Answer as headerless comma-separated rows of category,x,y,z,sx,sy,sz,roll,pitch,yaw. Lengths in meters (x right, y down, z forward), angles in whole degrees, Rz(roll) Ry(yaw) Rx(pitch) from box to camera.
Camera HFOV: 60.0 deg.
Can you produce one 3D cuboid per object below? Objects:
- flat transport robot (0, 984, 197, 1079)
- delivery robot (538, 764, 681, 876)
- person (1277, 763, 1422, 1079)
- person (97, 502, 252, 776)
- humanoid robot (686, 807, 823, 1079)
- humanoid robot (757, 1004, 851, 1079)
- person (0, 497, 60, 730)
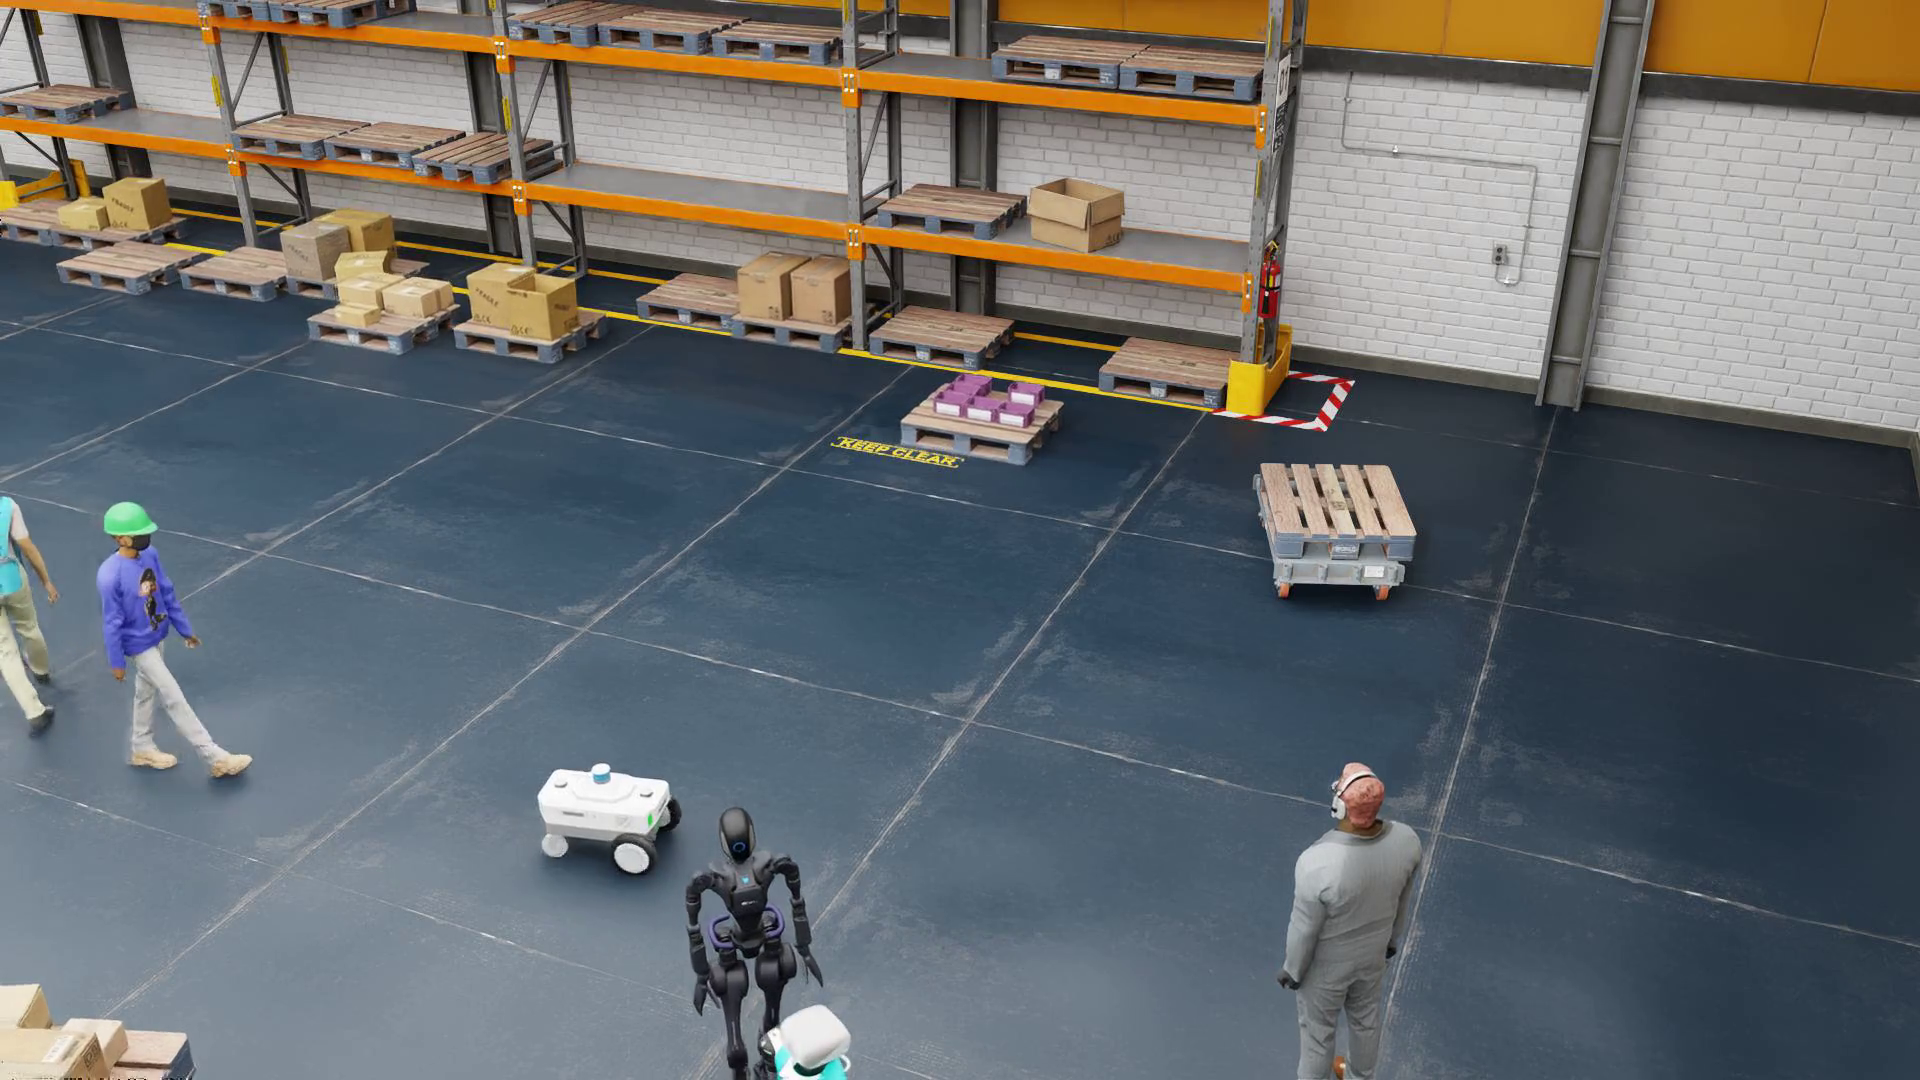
flat transport robot,-4.229,2.809,7.484,0.659,0.231,1.431,2,27,4
delivery robot,-2.017,1.572,9.585,0.796,0.606,0.499,5,28,9
person,1.723,1.844,7.573,0.641,1.908,0.402,-11,29,-21
person,-4.793,0.612,10.040,0.919,1.830,0.488,3,27,7
humanoid robot,-0.940,1.931,7.651,0.600,1.654,0.359,-9,29,-17
humanoid robot,-0.374,2.504,6.605,0.557,1.900,0.751,24,36,38
person,-6.186,0.302,10.704,0.640,1.772,0.980,-14,31,-26
